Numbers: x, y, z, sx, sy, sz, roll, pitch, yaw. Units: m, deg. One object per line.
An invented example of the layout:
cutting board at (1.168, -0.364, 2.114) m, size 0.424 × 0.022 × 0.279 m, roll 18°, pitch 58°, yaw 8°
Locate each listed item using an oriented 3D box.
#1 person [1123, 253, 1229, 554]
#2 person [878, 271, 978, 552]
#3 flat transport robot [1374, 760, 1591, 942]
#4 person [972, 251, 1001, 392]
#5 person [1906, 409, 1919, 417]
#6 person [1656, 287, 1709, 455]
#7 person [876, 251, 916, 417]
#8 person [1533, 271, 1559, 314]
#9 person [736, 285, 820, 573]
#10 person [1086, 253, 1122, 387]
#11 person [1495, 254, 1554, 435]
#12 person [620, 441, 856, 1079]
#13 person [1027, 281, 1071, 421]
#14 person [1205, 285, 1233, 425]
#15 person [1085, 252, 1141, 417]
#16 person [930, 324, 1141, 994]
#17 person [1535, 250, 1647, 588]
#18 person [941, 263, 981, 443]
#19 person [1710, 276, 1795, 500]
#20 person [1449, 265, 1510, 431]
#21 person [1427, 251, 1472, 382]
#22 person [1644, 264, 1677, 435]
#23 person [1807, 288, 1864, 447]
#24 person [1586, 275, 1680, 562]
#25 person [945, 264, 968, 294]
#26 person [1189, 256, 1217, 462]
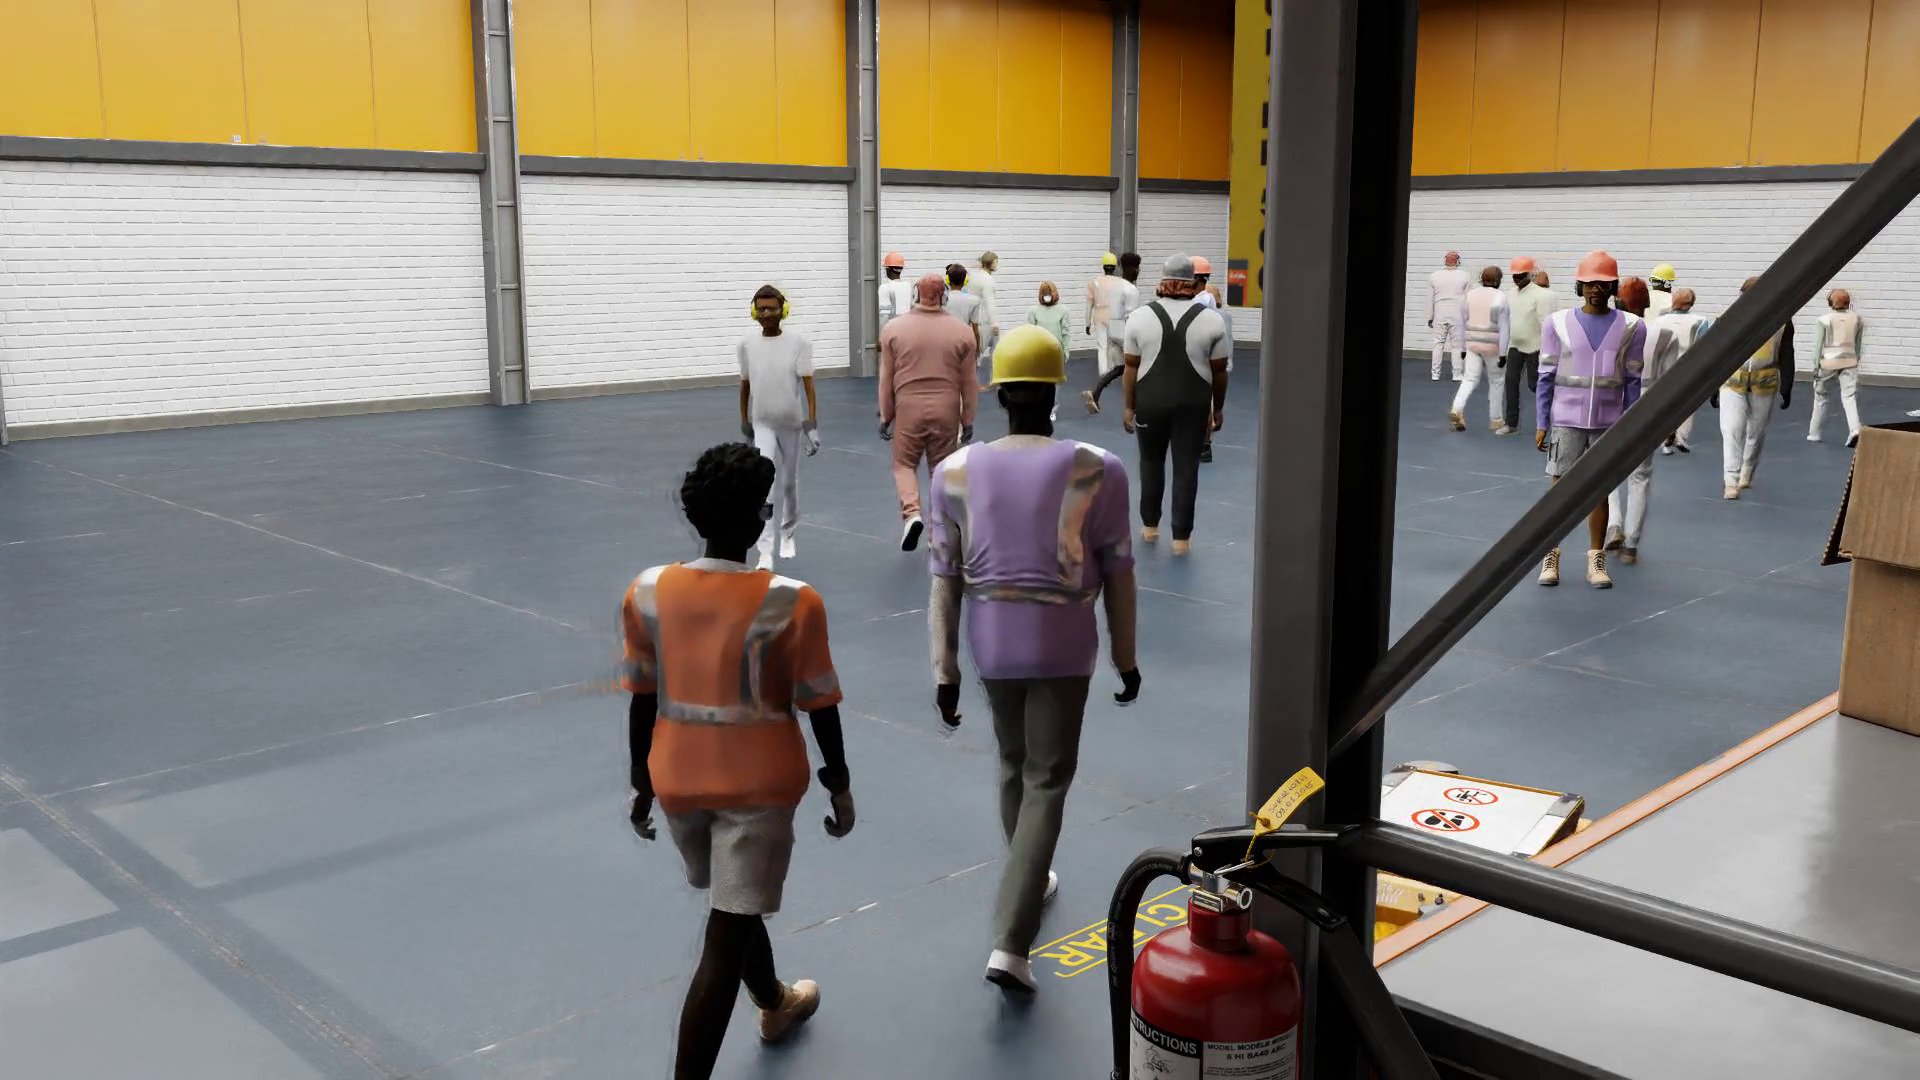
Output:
person at (1.475, -0.963, 11.396) m, size 0.702 × 2.000 × 0.896 m, roll 2°, pitch 11°, yaw 8°
person at (-0.207, -0.829, 11.056) m, size 0.671 × 1.893 × 0.542 m, roll -1°, pitch 10°, yaw -5°
flat transport robot at (1.552, 1.024, 5.391) m, size 0.652 × 0.197 × 1.431 m, roll 7°, pitch 12°, yaw 32°
person at (0.462, -2.955, 22.613) m, size 0.850 × 1.904 × 0.666 m, roll -2°, pitch 11°, yaw -8°
person at (11.369, -2.219, 19.144) m, size 0.767 × 1.716 × 0.491 m, roll 2°, pitch 11°, yaw 10°
person at (6.994, -1.636, 16.170) m, size 0.538 × 1.623 × 0.433 m, roll 7°, pitch 13°, yaw 35°
person at (-0.763, -2.406, 19.529) m, size 0.340 × 1.942 × 0.552 m, roll 10°, pitch 14°, yaw 43°
person at (8.378, -3.057, 23.999) m, size 0.508 × 1.610 × 0.700 m, roll 8°, pitch 13°, yaw 36°
person at (-1.164, -0.721, 10.705) m, size 0.537 × 1.813 × 0.978 m, roll 0°, pitch 10°, yaw -2°
person at (2.088, -3.117, 23.591) m, size 0.597 × 1.887 × 0.959 m, roll 0°, pitch 10°, yaw 1°
person at (6.181, -2.088, 17.840) m, size 0.852 × 1.946 × 0.622 m, roll -6°, pitch 12°, yaw -28°
person at (-0.537, 0.586, 4.019) m, size 0.544 × 1.646 × 0.891 m, roll 4°, pitch 11°, yaw 23°
person at (1.021, -2.179, 19.170) m, size 0.513 × 1.614 × 0.367 m, roll 1°, pitch 10°, yaw 4°
person at (2.697, -1.951, 18.003) m, size 0.543 × 1.586 × 0.851 m, roll 3°, pitch 11°, yaw 14°
person at (1.871, -2.395, 19.480) m, size 0.733 × 1.941 × 0.610 m, roll -5°, pitch 11°, yaw -25°
person at (0.194, 0.319, 4.844) m, size 0.588 × 1.886 × 0.971 m, roll 4°, pitch 11°, yaw 21°
person at (3.805, -0.723, 10.079) m, size 0.608 × 2.044 × 0.370 m, roll 3°, pitch 11°, yaw 14°
person at (-0.051, -1.902, 17.027) m, size 0.544 × 1.852 × 0.450 m, roll -1°, pitch 10°, yaw -3°
person at (6.508, -1.268, 13.705) m, size 0.634 × 1.812 × 0.888 m, roll 4°, pitch 11°, yaw 23°
person at (5.702, -2.089, 18.175) m, size 0.863 × 1.814 × 0.632 m, roll -9°, pitch 14°, yaw -41°
person at (7.169, -3.269, 24.339) m, size 0.649 × 1.907 × 0.409 m, roll 5°, pitch 12°, yaw 26°
person at (7.417, -2.016, 17.703) m, size 0.404 × 1.830 × 0.600 m, roll -7°, pitch 13°, yaw -34°
person at (8.950, -1.756, 16.915) m, size 0.512 × 1.602 × 0.805 m, roll 1°, pitch 10°, yaw 6°
person at (4.391, -0.790, 10.916) m, size 0.608 × 1.868 × 0.435 m, roll 3°, pitch 11°, yaw 15°
person at (-0.095, -3.368, 25.452) m, size 0.321 × 1.695 × 0.530 m, roll -8°, pitch 13°, yaw -38°
person at (2.230, -1.697, 15.682) m, size 0.375 × 1.935 × 0.551 m, roll 2°, pitch 11°, yaw 13°
